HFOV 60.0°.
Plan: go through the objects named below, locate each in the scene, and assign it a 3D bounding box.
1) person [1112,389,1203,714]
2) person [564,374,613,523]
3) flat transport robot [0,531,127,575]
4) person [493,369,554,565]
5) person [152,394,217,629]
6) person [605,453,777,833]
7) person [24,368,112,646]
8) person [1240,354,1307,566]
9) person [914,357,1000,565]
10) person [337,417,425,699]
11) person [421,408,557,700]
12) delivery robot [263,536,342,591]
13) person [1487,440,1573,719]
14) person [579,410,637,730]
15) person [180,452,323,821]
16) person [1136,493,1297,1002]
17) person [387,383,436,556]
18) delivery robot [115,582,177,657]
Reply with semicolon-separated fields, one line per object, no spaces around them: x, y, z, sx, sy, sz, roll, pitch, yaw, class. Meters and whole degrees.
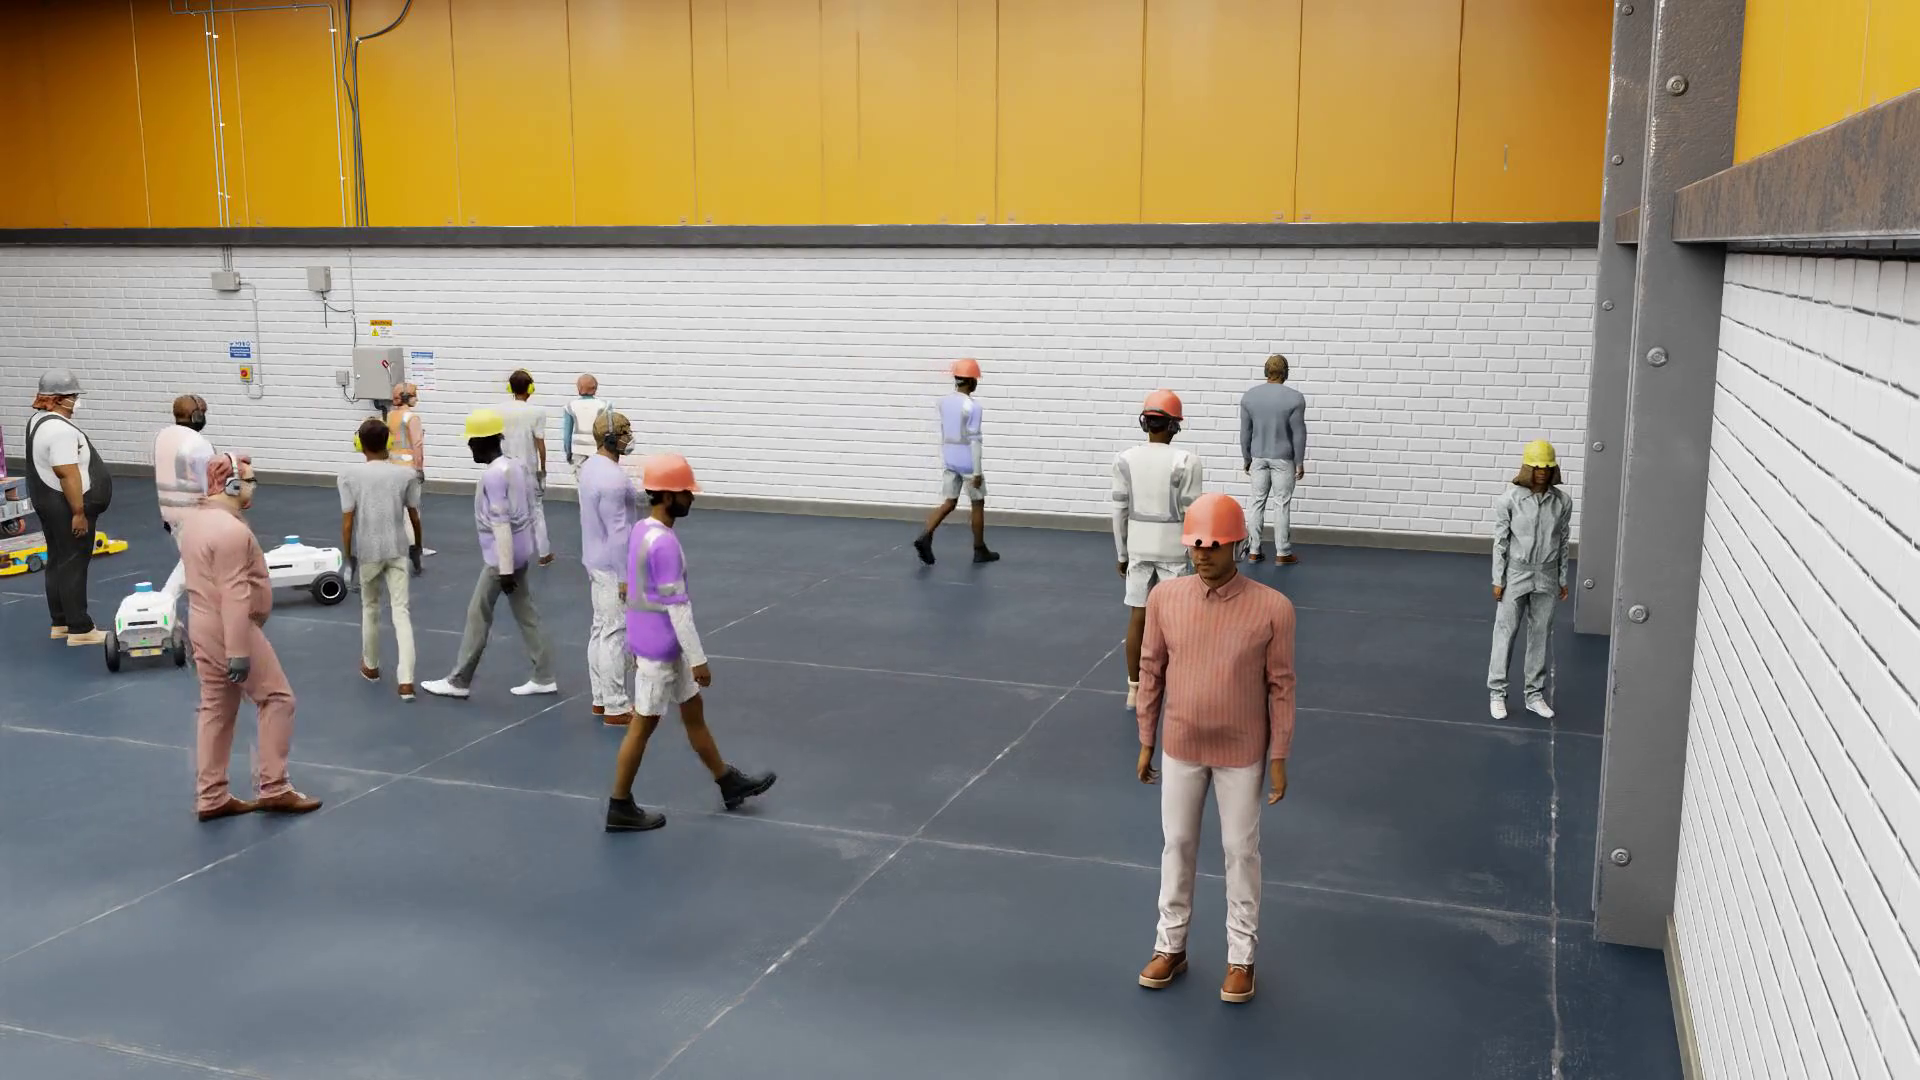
1.248;0.076;10.396;0.607;2.040;0.378;5;11;28;person
-3.754;-0.888;16.974;0.545;1.615;0.659;0;10;0;person
-8.474;0.093;15.276;0.652;0.197;1.431;3;11;19;flat transport robot
-3.927;-0.621;14.926;0.519;1.830;0.848;0;10;-2;person
-5.744;-0.173;12.387;0.643;1.828;0.540;7;12;34;person
-1.373;0.512;8.347;0.976;1.889;0.559;-3;11;-18;person
-6.541;-0.256;12.264;0.537;2.000;0.689;-10;14;-44;person
2.868;-0.730;15.220;0.635;1.939;0.367;6;12;32;person
-0.021;-0.706;15.161;0.855;1.914;0.555;-9;13;-41;person
-3.780;0.104;10.902;0.535;1.809;0.958;-5;11;-24;person
-3.052;0.099;10.675;0.918;1.882;0.621;0;10;-3;person
-5.432;0.209;13.563;0.707;0.478;0.477;-6;11;-29;delivery robot
3.530;0.247;10.265;0.492;1.742;0.321;-1;10;-6;person
-2.103;0.178;10.102;0.361;1.939;0.635;-5;11;-25;person
-3.640;0.488;8.515;0.710;1.880;0.663;-9;13;-40;person
0.975;0.800;6.444;0.623;1.992;0.396;4;11;23;person
-5.220;-0.664;15.699;0.514;1.636;0.315;9;14;42;person
-5.717;0.542;11.689;0.477;0.478;0.707;-4;11;-21;delivery robot
